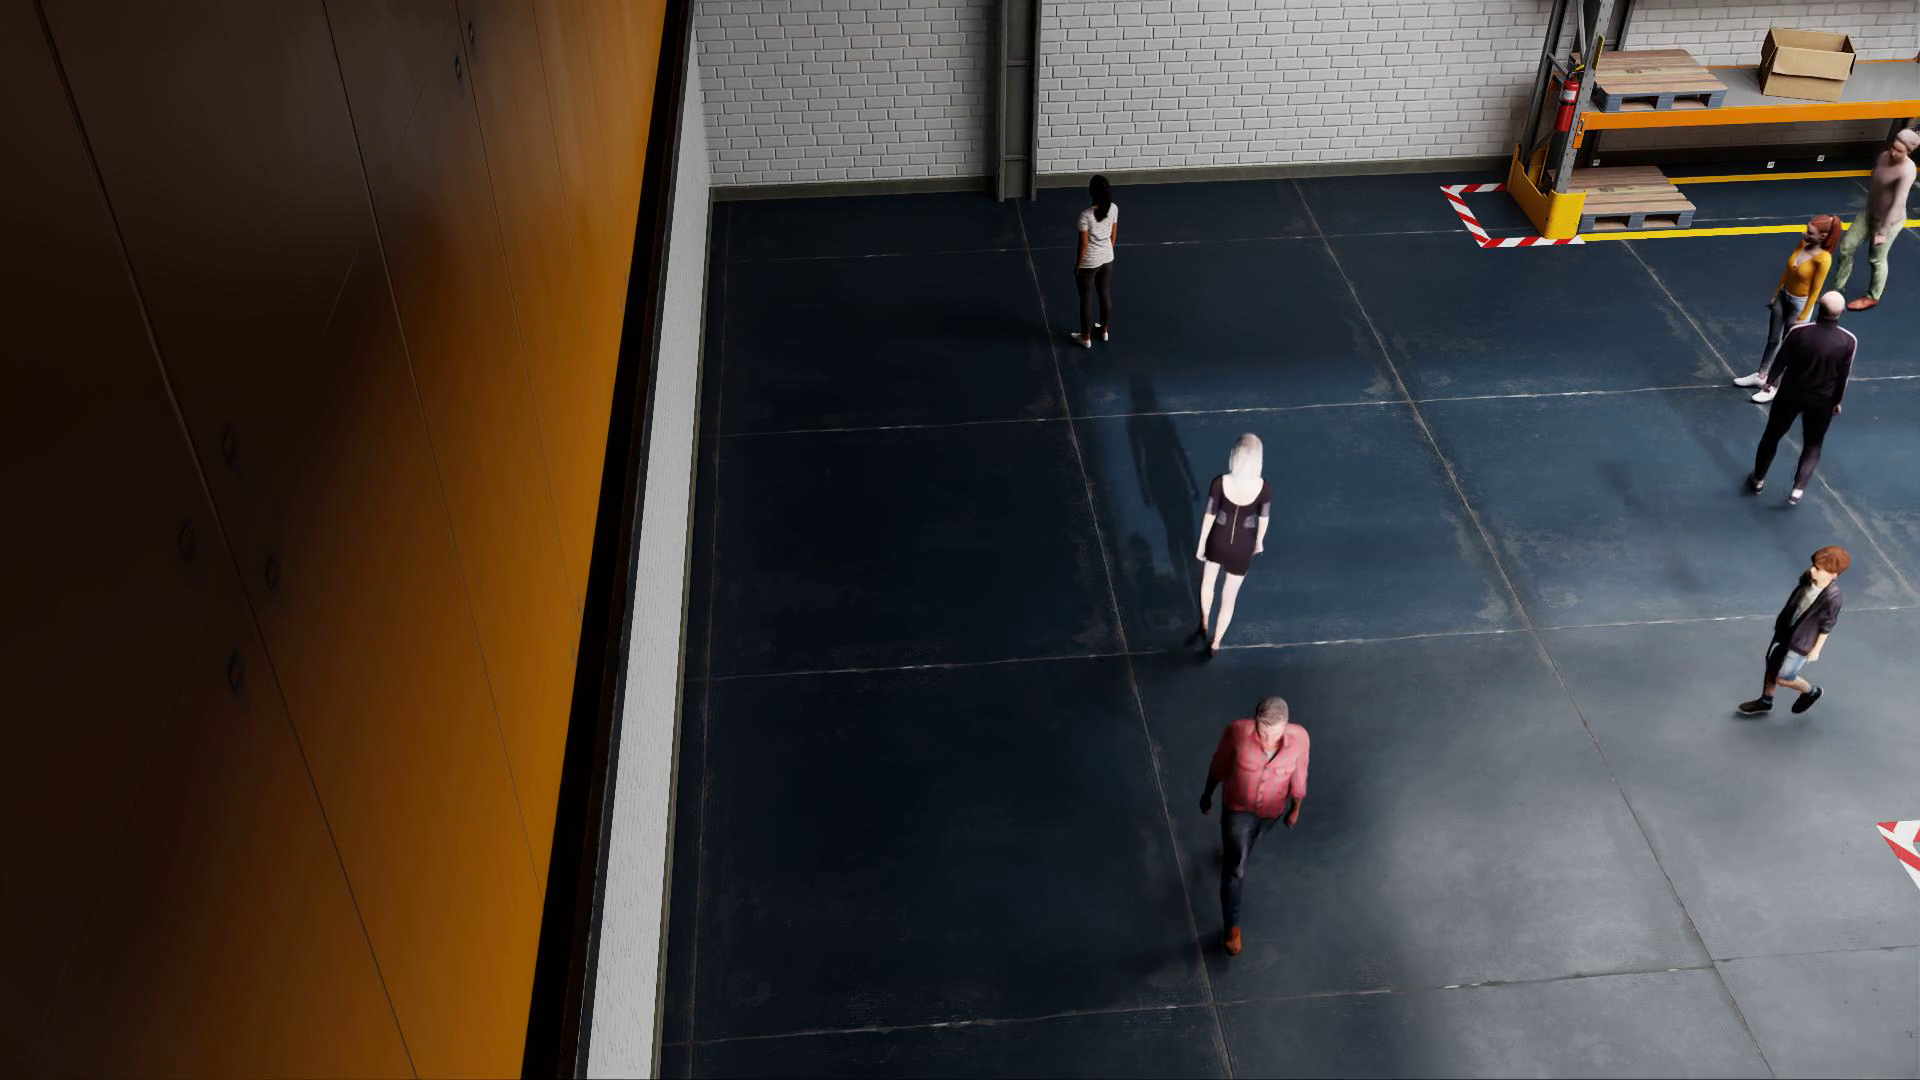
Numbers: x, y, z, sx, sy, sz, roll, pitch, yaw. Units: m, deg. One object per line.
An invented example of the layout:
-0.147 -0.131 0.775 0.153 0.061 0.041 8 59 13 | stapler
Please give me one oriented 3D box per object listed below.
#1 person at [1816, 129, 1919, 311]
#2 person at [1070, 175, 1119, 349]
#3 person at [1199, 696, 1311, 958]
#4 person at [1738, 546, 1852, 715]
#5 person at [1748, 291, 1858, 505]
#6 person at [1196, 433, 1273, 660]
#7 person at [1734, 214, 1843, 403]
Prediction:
8.440 -2.916 15.159 0.866 1.830 0.740 -2 39 -3 | person
1.204 -2.481 14.760 0.609 1.647 0.711 -22 44 -25 | person
1.711 1.468 9.715 1.186 1.773 0.868 1 39 1 | person
5.619 0.625 11.042 0.714 1.435 0.537 -4 39 -5 | person
6.493 -1.052 12.827 0.783 1.827 0.901 18 42 21 | person
1.853 0.120 11.370 0.653 1.814 0.748 7 39 9 | person
7.044 -1.973 14.036 0.566 1.756 0.594 -5 39 -7 | person
